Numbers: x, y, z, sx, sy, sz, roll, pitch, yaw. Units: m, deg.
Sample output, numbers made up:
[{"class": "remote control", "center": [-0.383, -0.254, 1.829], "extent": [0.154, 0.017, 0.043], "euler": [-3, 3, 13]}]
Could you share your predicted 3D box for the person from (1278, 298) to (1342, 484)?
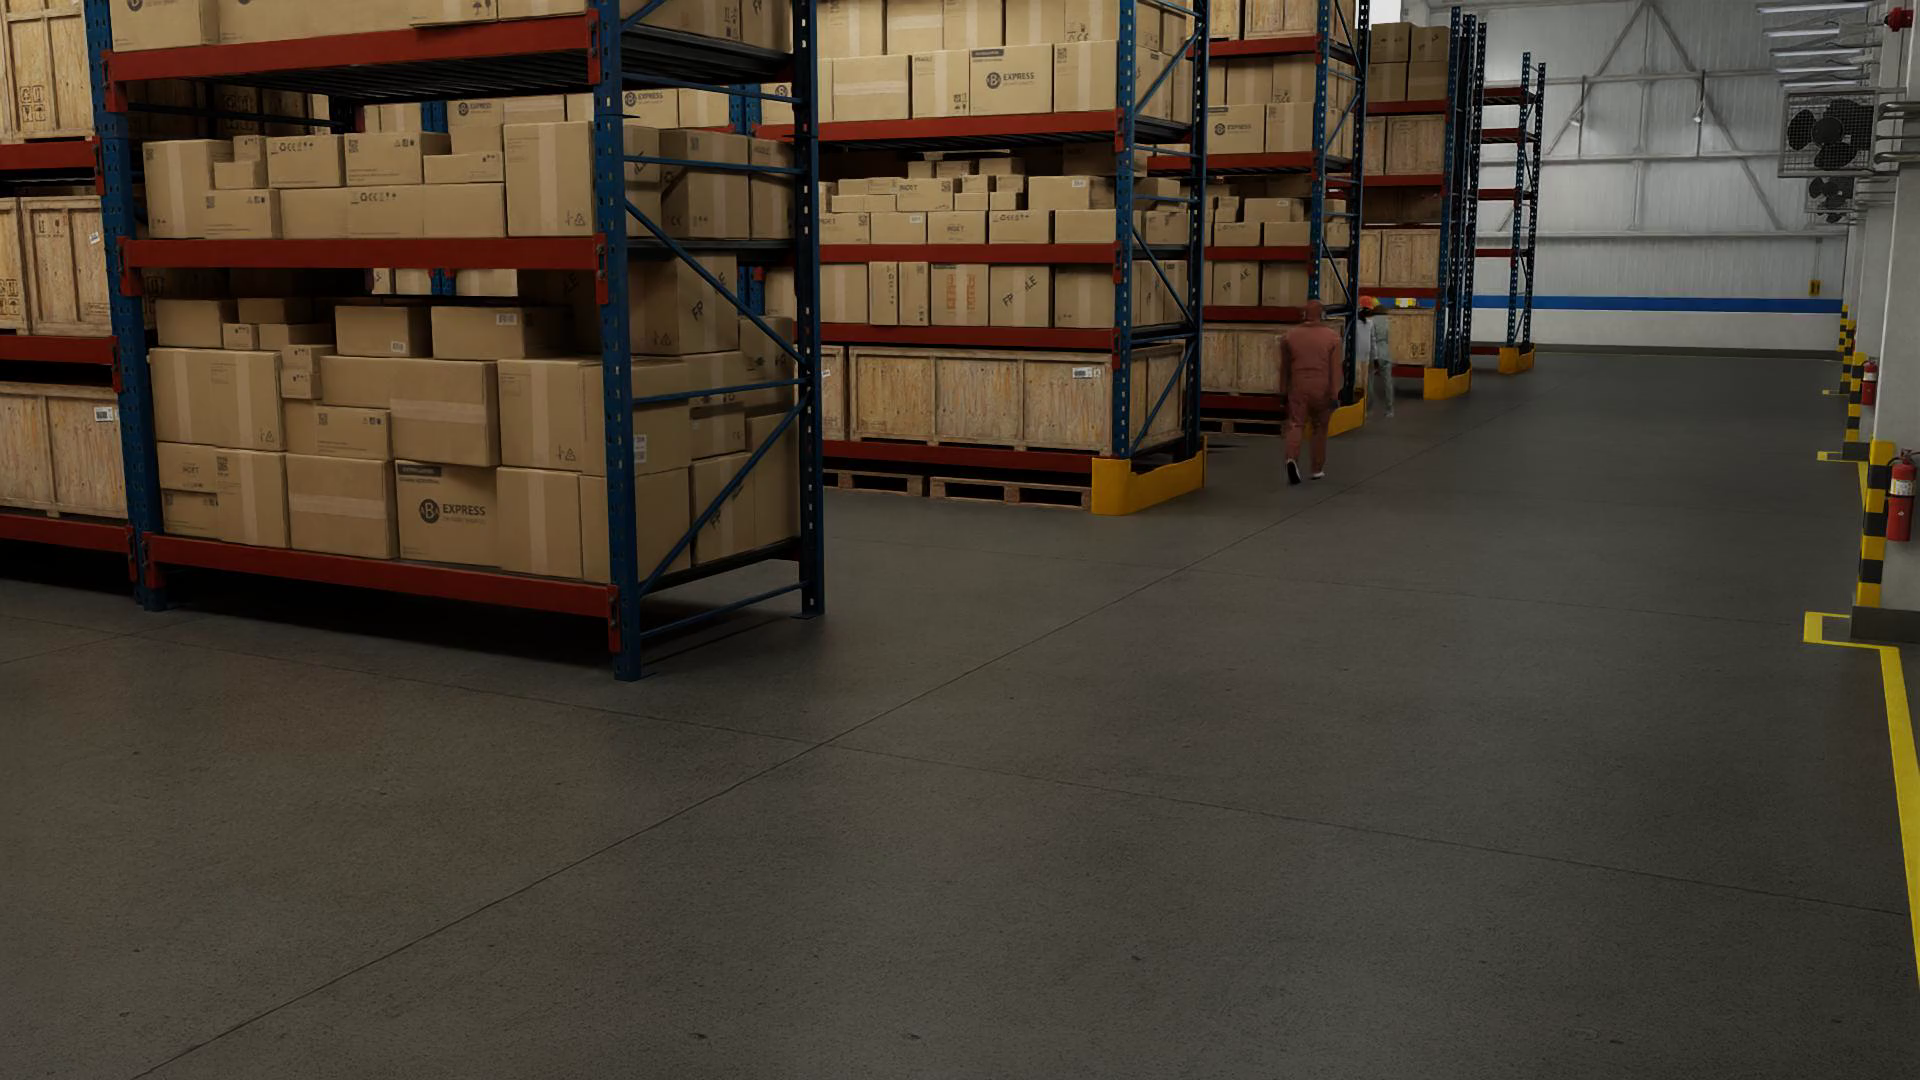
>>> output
[{"class": "person", "center": [3.546, -1.514, 16.928], "extent": [0.650, 1.878, 0.880], "euler": [4, 11, 24]}]

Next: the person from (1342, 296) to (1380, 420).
[{"class": "person", "center": [5.632, -2.555, 23.336], "extent": [0.567, 1.739, 0.409], "euler": [-7, 12, -36]}]

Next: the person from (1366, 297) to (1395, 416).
[{"class": "person", "center": [5.966, -2.630, 23.878], "extent": [0.574, 1.686, 0.768], "euler": [-7, 12, -35]}]
